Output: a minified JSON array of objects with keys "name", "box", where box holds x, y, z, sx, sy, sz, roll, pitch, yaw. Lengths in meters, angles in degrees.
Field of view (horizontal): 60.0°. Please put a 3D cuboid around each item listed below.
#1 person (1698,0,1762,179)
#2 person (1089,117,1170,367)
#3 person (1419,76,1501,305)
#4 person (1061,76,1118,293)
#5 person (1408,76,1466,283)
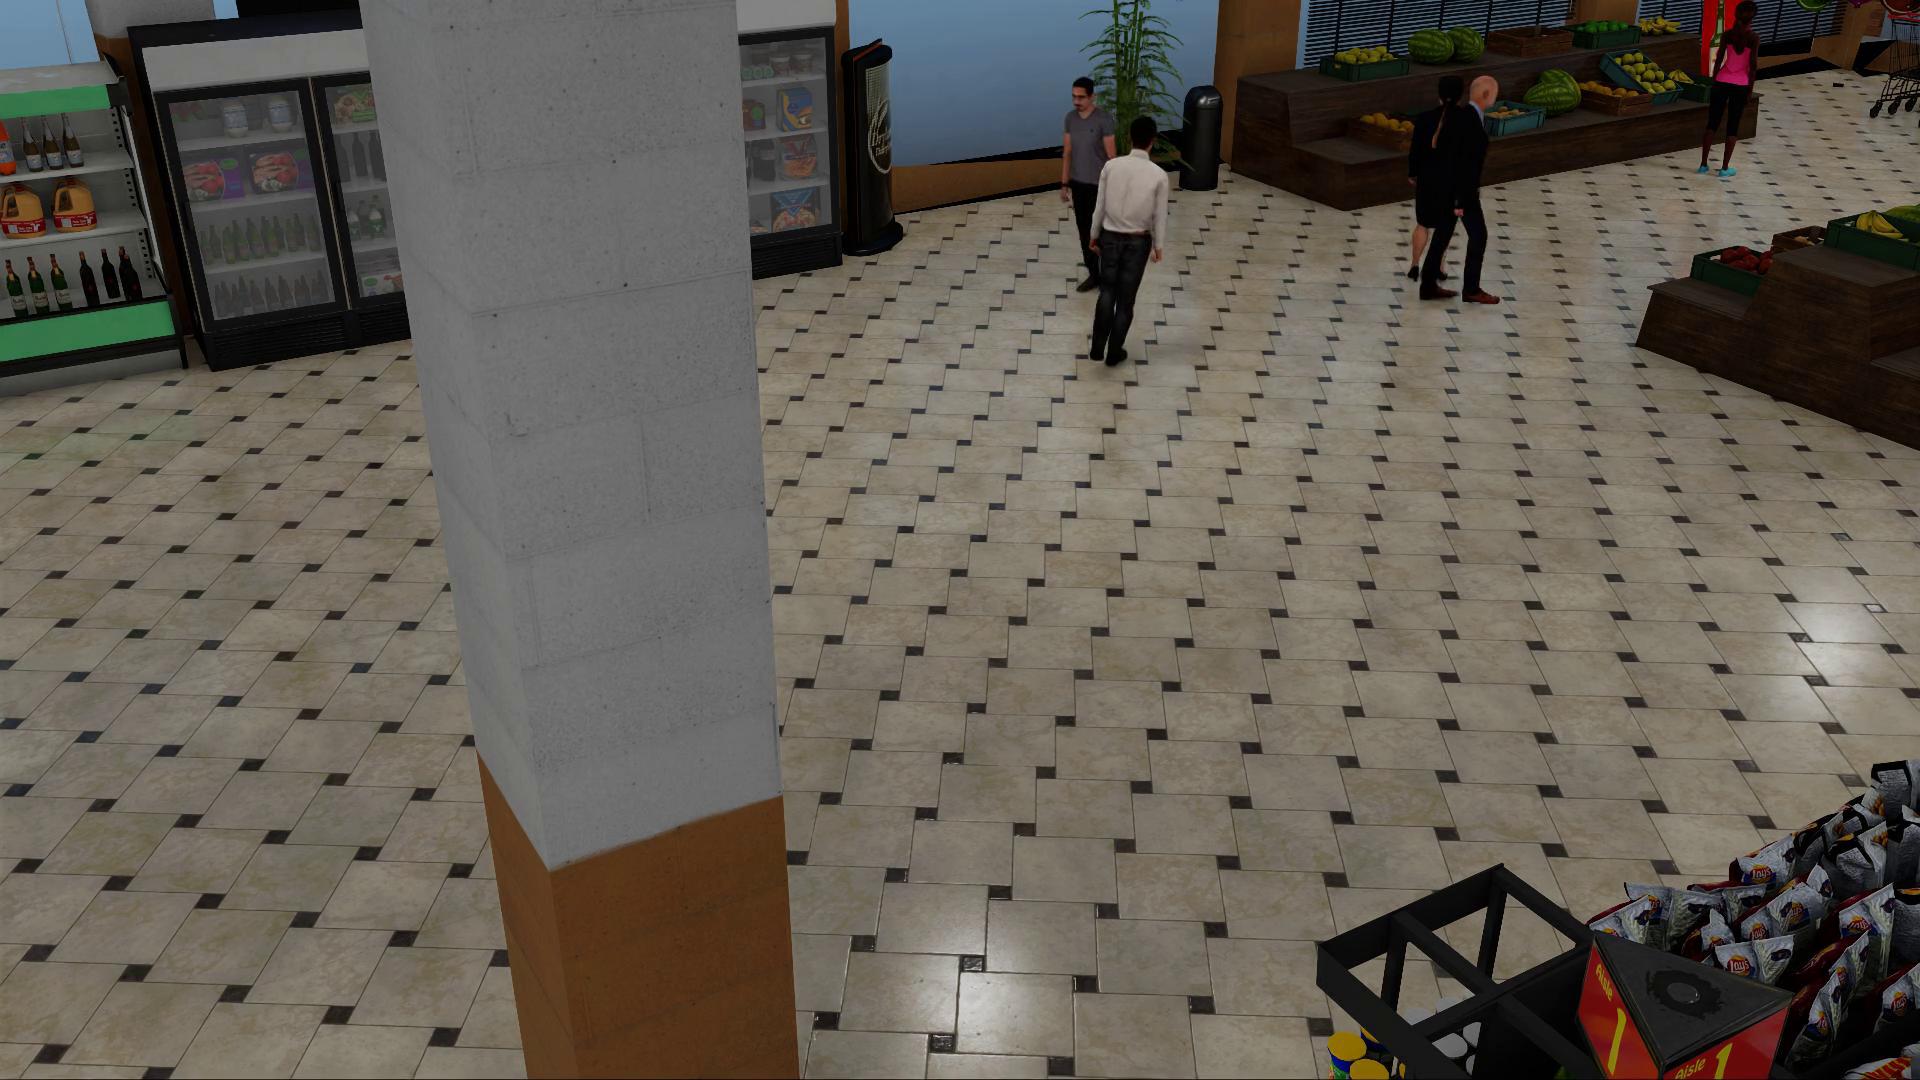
[{"name":"person","box":[7.735,-4.531,16.698,0.630,1.723,0.639,22,34,37]},{"name":"person","box":[1.149,-2.041,11.723,0.910,1.782,0.971,8,28,15]},{"name":"person","box":[3.856,-2.741,13.111,0.965,1.773,0.875,-1,27,-3]},{"name":"person","box":[1.116,-2.878,13.427,0.749,1.732,0.745,19,32,32]},{"name":"person","box":[3.915,-2.933,13.605,0.809,1.671,0.842,11,29,20]}]
